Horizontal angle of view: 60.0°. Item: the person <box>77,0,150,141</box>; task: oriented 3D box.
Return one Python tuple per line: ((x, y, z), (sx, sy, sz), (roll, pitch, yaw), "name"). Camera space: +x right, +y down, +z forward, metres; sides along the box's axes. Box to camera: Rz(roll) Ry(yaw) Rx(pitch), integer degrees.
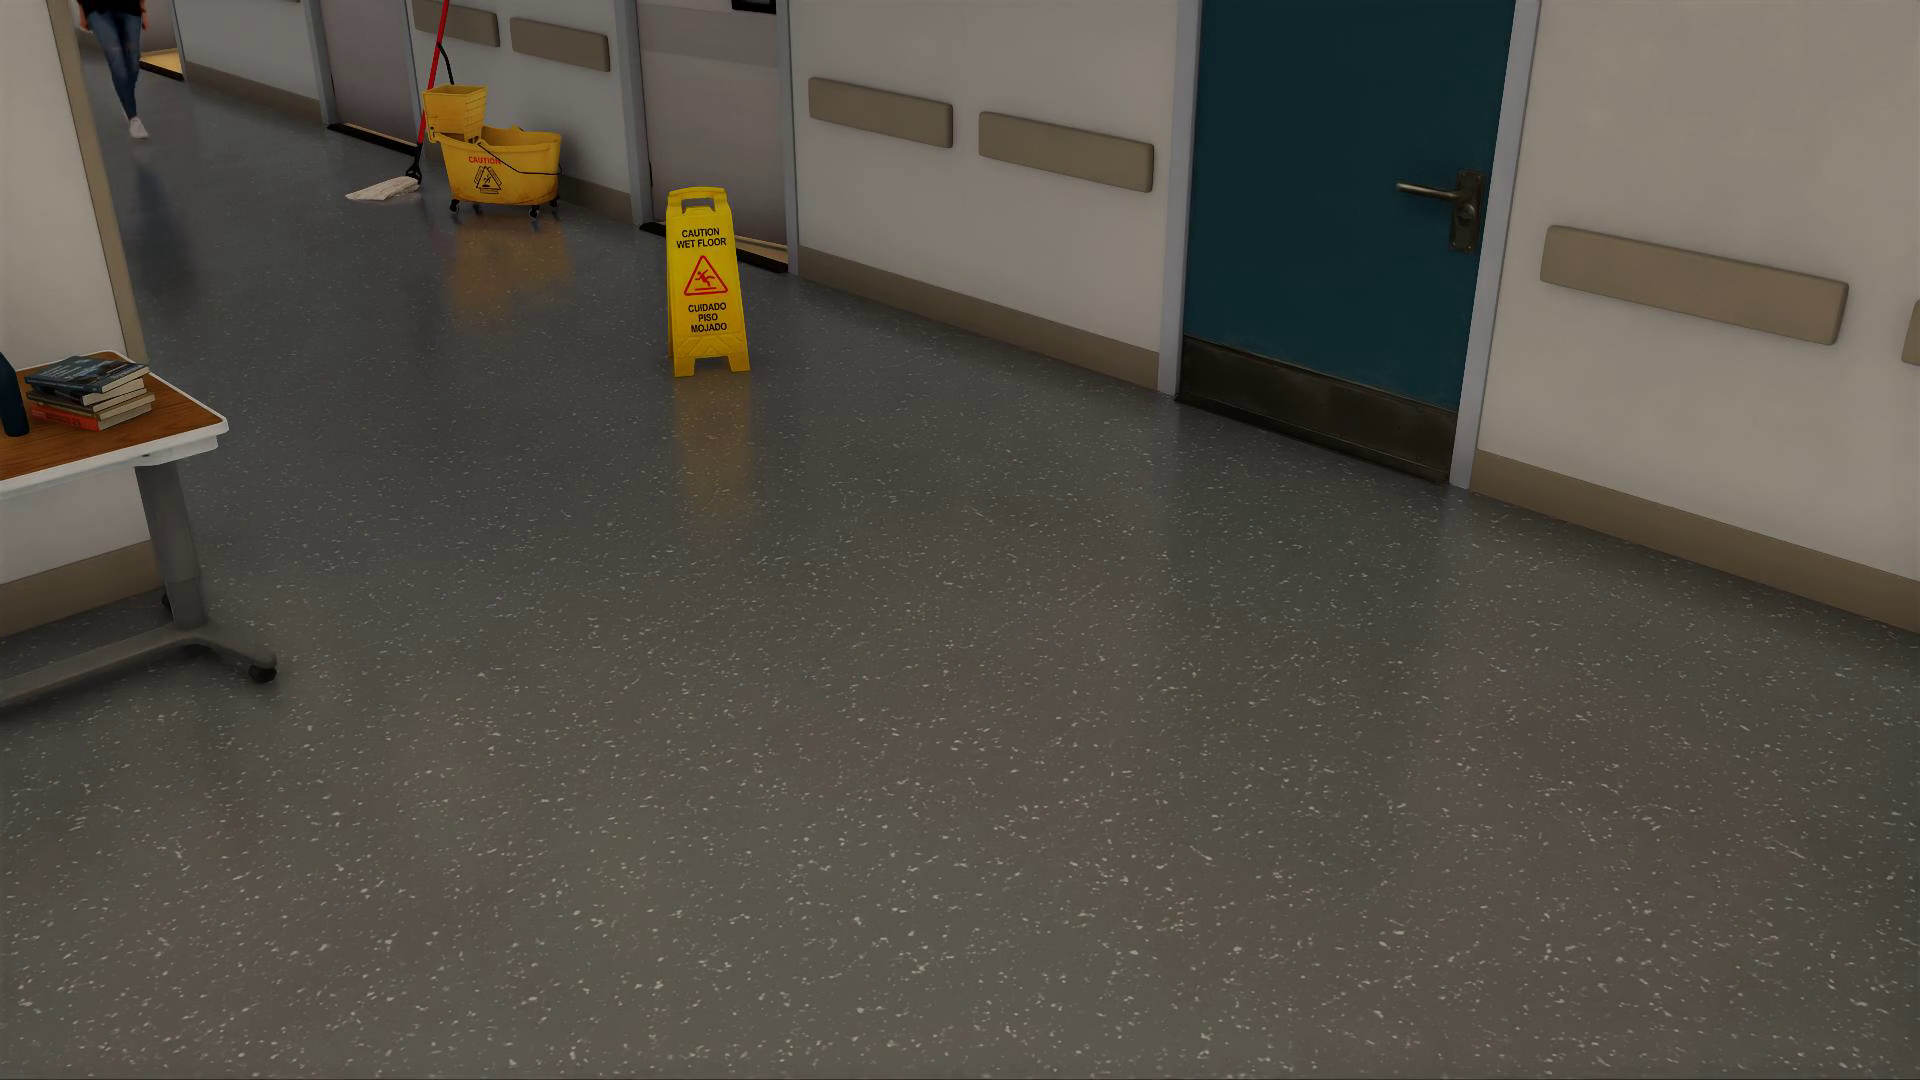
((-5.580, -3.487, 10.929), (0.655, 1.614, 1.077), (-19, 32, -34), "person")
